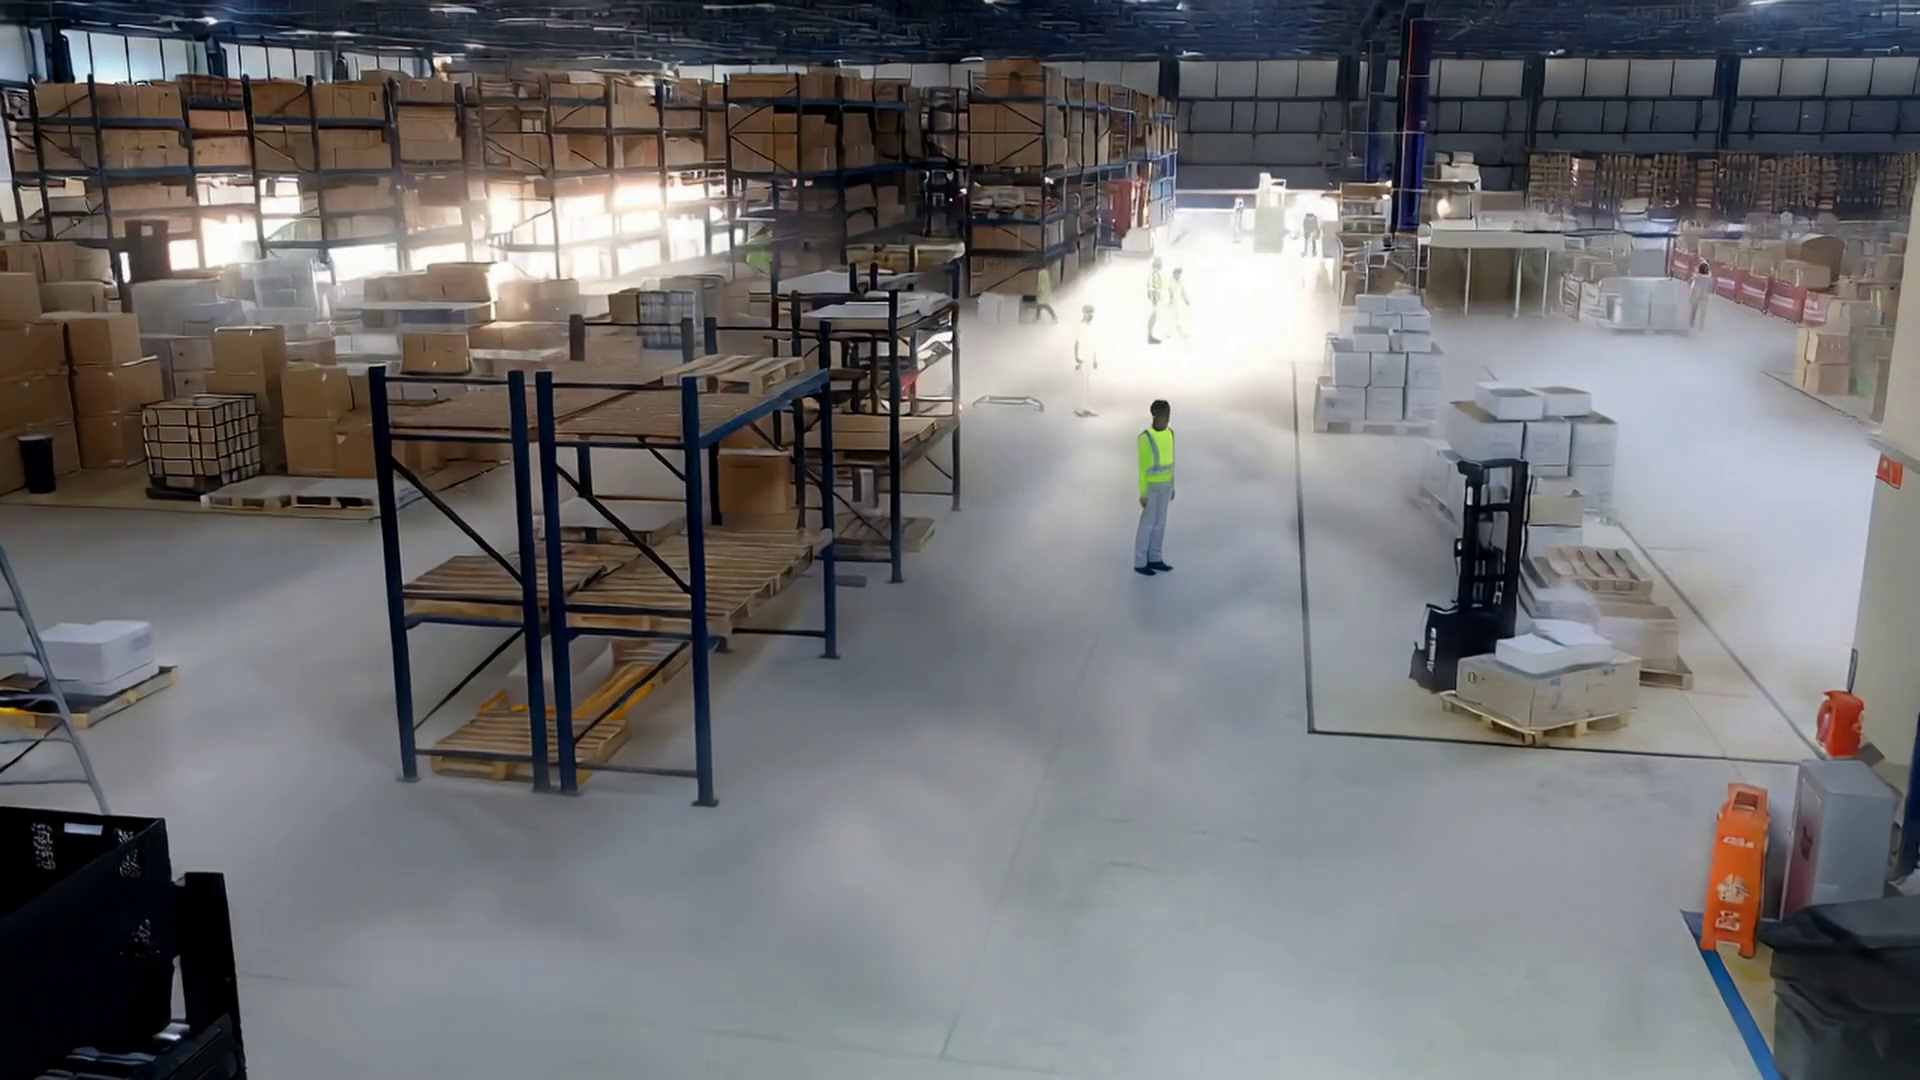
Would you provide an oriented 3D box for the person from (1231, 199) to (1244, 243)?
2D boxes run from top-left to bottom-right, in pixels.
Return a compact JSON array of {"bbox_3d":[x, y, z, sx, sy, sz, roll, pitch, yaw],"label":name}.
[{"bbox_3d":[11.612,-13.370,69.678,0.403,1.823,0.591,-7,16,-27],"label":"person"}]

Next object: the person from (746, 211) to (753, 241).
[{"bbox_3d":[-8.762,-13.112,69.032,0.523,1.615,0.374,4,14,15],"label":"person"}]

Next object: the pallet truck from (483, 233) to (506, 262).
[{"bbox_3d":[-11.832,-7.026,43.548,1.885,1.965,0.823,8,16,28],"label":"pallet truck"}]

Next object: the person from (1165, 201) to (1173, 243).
[{"bbox_3d":[8.687,-13.235,69.248,0.322,1.761,0.522,5,15,18],"label":"person"}]

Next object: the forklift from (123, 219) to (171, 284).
[{"bbox_3d":[-16.623,-5.187,34.261,1.129,2.768,1.873,7,15,25],"label":"forklift"}]

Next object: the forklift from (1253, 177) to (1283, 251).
[{"bbox_3d":[12.083,-12.747,64.956,1.129,2.768,1.873,3,14,10],"label":"forklift"}]

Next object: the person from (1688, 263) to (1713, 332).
[{"bbox_3d":[17.412,-5.741,39.191,0.508,1.590,0.878,3,14,11],"label":"person"}]

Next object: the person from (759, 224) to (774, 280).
[{"bbox_3d":[-5.807,-8.690,50.650,0.647,1.829,0.488,3,14,14],"label":"person"}]

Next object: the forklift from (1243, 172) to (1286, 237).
[{"bbox_3d":[13.485,-14.797,73.279,1.873,2.768,1.129,3,14,10],"label":"forklift"}]

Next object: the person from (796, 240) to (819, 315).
[{"bbox_3d":[-3.754,-6.394,41.021,0.610,1.985,0.409,-5,15,-19],"label":"person"}]

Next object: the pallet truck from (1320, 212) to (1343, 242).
[{"bbox_3d":[15.874,-13.227,70.310,0.680,1.201,1.601,10,17,35],"label":"pallet truck"}]

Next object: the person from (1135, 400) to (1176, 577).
[{"bbox_3d":[2.060,-0.545,17.496,0.350,1.878,0.568,12,18,39],"label":"person"}]

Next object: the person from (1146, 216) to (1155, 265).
[{"bbox_3d":[6.643,-10.423,57.961,0.317,1.695,0.540,2,14,7],"label":"person"}]

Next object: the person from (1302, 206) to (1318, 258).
[{"bbox_3d":[12.983,-11.420,61.633,0.564,1.890,0.928,8,16,31],"label":"person"}]

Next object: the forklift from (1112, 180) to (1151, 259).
[{"bbox_3d":[6.082,-11.722,60.796,1.873,2.768,1.129,2,14,9],"label":"forklift"}]

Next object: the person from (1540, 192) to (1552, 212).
[{"bbox_3d":[26.565,-14.873,75.610,0.649,1.890,1.003,-5,15,-18],"label":"person"}]

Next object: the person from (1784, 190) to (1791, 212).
[{"bbox_3d":[40.105,-16.061,80.542,0.374,1.843,0.575,0,14,0],"label":"person"}]

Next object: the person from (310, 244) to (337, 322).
[{"bbox_3d":[-15.583,-6.298,40.778,0.587,1.911,0.397,-7,16,-27],"label":"person"}]

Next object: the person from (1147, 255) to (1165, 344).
[{"bbox_3d":[4.304,-5.281,36.583,0.366,1.939,0.542,2,14,10],"label":"person"}]

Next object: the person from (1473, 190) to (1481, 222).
[{"bbox_3d":[25.136,-16.201,81.212,0.874,1.799,0.589,1,14,3],"label":"person"}]

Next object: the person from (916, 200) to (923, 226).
[{"bbox_3d":[-2.012,-16.502,82.145,0.545,1.938,0.361,-4,14,-16],"label":"person"}]

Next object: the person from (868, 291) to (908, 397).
[{"bbox_3d":[-1.360,-3.394,28.713,1.060,2.000,0.711,-3,14,-11],"label":"person"}]

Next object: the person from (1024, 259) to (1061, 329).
[{"bbox_3d":[1.999,-5.824,39.394,0.896,1.646,0.543,3,14,12],"label":"person"}]

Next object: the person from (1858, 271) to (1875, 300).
[{"bbox_3d":[17.632,-4.268,32.480,0.378,1.932,0.551,13,19,43],"label":"person"}]

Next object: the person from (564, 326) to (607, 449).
[{"bbox_3d":[-5.666,-2.302,24.563,0.925,1.911,0.638,3,14,13],"label":"person"}]

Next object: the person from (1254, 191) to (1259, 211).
[{"bbox_3d":[14.067,-15.363,77.463,0.908,1.957,0.664,-6,15,-22],"label":"person"}]

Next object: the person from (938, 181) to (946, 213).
[{"bbox_3d":[-0.977,-19.632,95.099,0.784,1.823,0.630,-9,17,-33],"label":"person"}]

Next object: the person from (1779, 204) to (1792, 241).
[{"bbox_3d":[32.755,-12.420,65.922,0.310,1.768,0.533,-2,14,-7],"label":"person"}]

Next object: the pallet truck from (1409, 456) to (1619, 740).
[{"bbox_3d":[4.504,0.400,13.395,0.823,1.965,1.885,-6,15,-23],"label":"pallet truck"}]

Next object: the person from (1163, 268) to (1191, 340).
[{"bbox_3d":[4.908,-5.291,37.326,0.842,1.598,0.528,10,17,36],"label":"person"}]

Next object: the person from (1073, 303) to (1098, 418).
[{"bbox_3d":[2.064,-2.941,27.221,0.328,1.874,0.521,12,18,40],"label":"person"}]
